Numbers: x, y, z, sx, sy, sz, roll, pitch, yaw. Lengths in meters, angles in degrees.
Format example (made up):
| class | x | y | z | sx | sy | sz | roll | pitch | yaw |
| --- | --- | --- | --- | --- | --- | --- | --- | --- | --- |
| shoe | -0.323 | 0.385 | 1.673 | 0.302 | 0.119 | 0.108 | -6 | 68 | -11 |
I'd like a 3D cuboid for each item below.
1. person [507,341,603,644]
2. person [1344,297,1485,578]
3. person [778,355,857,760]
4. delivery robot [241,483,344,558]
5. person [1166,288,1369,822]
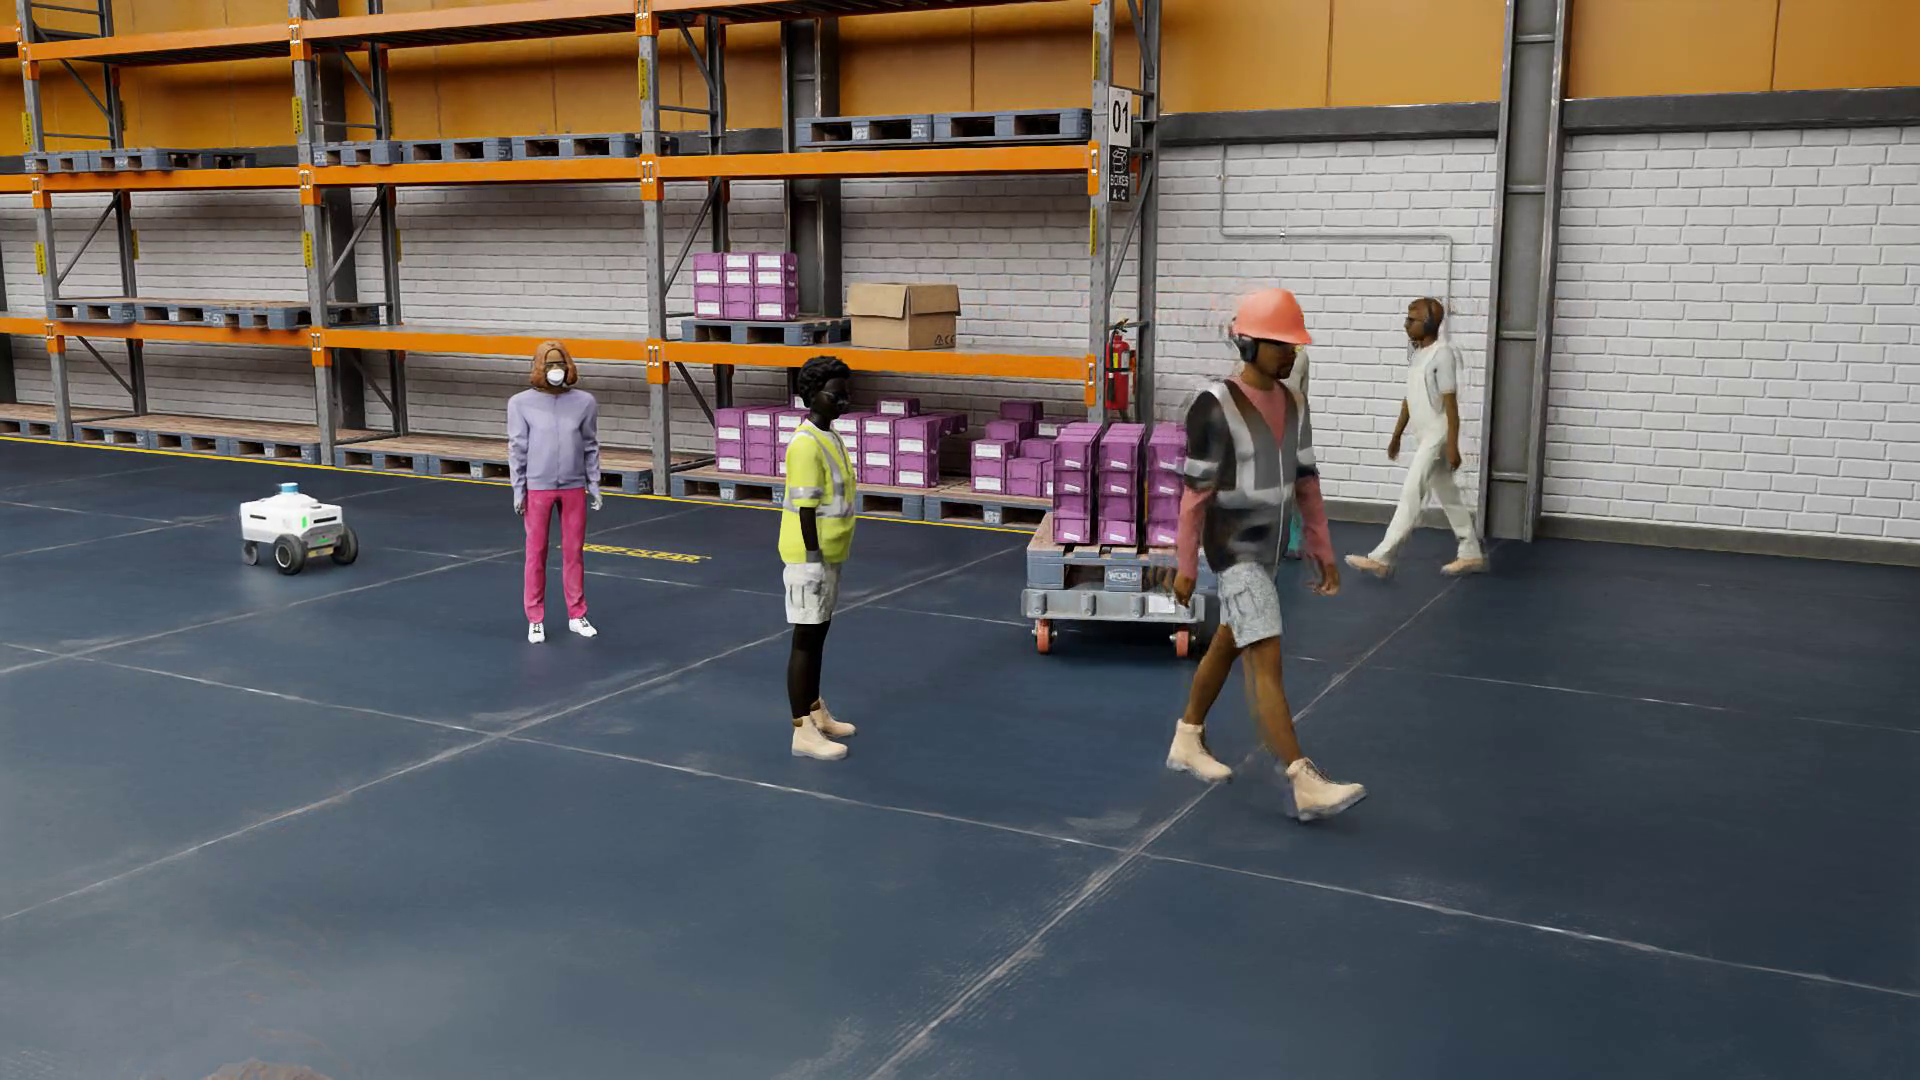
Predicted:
| class | x | y | z | sx | sy | sz | roll | pitch | yaw |
| --- | --- | --- | --- | --- | --- | --- | --- | --- | --- |
| person | -2.190 | -0.264 | 9.037 | 0.498 | 1.634 | 0.280 | -6 | 12 | -30 |
| person | 2.980 | -0.642 | 10.647 | 0.953 | 1.798 | 0.533 | 0 | 10 | -2 |
| person | -0.598 | 0.064 | 7.060 | 0.322 | 1.698 | 0.534 | 1 | 10 | 7 |
| delivery robot | -4.431 | -0.134 | 11.028 | 0.707 | 0.478 | 0.477 | 7 | 12 | 32 |
| person | 1.165 | 0.043 | 6.360 | 0.618 | 1.982 | 1.046 | -10 | 14 | -42 |
